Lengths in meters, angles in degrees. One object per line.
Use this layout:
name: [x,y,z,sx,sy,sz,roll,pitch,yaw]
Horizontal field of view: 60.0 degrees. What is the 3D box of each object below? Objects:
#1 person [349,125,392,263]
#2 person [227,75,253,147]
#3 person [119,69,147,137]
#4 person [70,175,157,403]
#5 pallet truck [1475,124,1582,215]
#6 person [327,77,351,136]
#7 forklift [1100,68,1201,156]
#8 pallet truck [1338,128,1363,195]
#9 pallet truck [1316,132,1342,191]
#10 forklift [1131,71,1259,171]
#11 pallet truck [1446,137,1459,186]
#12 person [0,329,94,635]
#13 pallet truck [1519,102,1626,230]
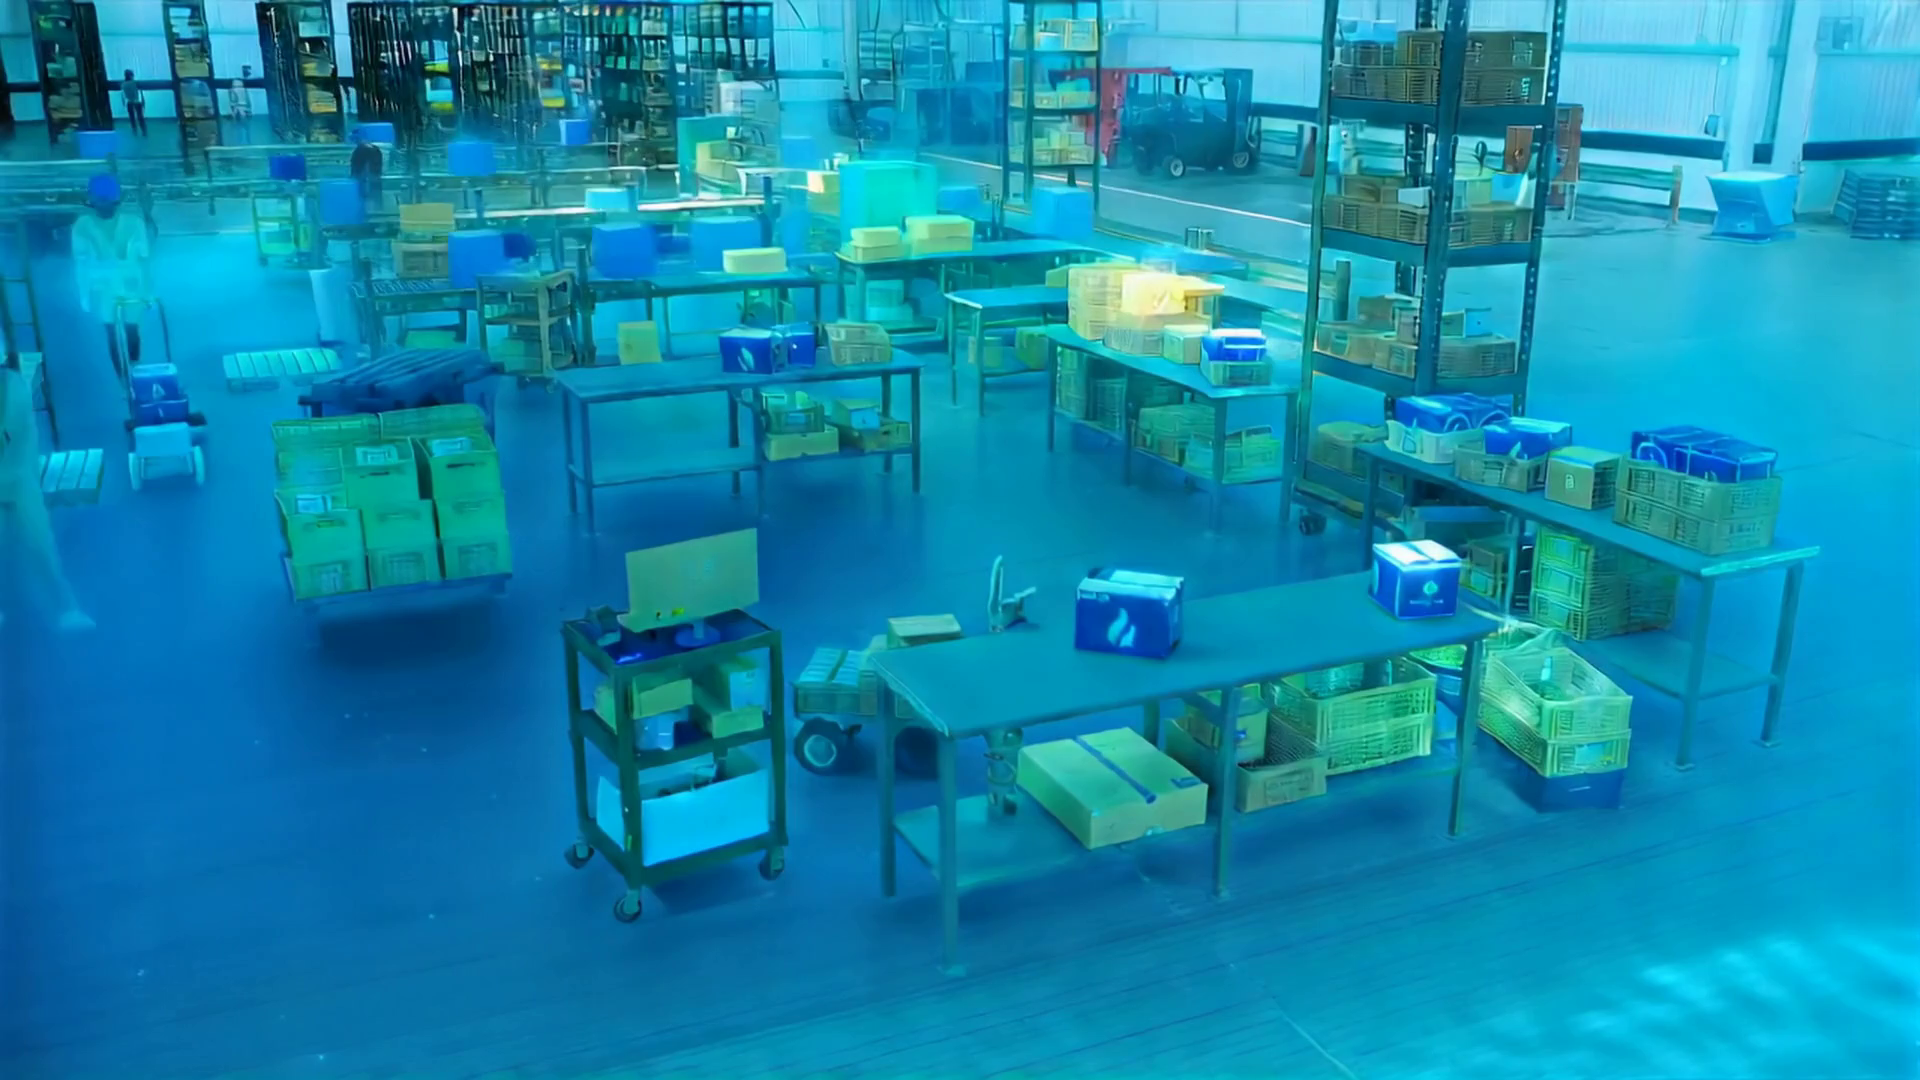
person: [-8.149,-4.730,22.838,0.396,1.899,0.662,3,18,10]
person: [-18.309,-10.895,42.357,0.404,1.833,0.590,16,24,41]
person: [-23.032,-12.158,46.327,0.563,1.837,0.388,-8,19,-23]
person: [-7.630,-2.307,15.052,0.612,2.006,0.996,-10,20,-29]
pallet truck: [9.707,-6.455,28.103,1.885,1.965,0.823,-7,19,-20]
person: [-17.452,-12.293,46.589,0.444,1.947,0.687,11,21,31]
forklift: [4.082,-9.564,37.410,2.680,1.987,1.157,-8,19,-23]
pallet truck: [7.845,-7.140,31.411,1.522,1.261,0.704,-9,20,-25]
pallet truck: [7.723,-7.504,32.656,1.601,1.201,0.680,-8,19,-23]
forklift: [4.998,-8.936,35.413,2.680,1.987,1.157,-9,20,-25]
pallet truck: [9.184,-6.485,29.328,1.630,1.274,0.653,-8,19,-23]
person: [-5.309,-0.337,9.193,0.975,1.783,0.587,10,20,30]
pallet truck: [9.972,-6.037,26.785,1.885,1.965,0.823,-9,20,-25]
